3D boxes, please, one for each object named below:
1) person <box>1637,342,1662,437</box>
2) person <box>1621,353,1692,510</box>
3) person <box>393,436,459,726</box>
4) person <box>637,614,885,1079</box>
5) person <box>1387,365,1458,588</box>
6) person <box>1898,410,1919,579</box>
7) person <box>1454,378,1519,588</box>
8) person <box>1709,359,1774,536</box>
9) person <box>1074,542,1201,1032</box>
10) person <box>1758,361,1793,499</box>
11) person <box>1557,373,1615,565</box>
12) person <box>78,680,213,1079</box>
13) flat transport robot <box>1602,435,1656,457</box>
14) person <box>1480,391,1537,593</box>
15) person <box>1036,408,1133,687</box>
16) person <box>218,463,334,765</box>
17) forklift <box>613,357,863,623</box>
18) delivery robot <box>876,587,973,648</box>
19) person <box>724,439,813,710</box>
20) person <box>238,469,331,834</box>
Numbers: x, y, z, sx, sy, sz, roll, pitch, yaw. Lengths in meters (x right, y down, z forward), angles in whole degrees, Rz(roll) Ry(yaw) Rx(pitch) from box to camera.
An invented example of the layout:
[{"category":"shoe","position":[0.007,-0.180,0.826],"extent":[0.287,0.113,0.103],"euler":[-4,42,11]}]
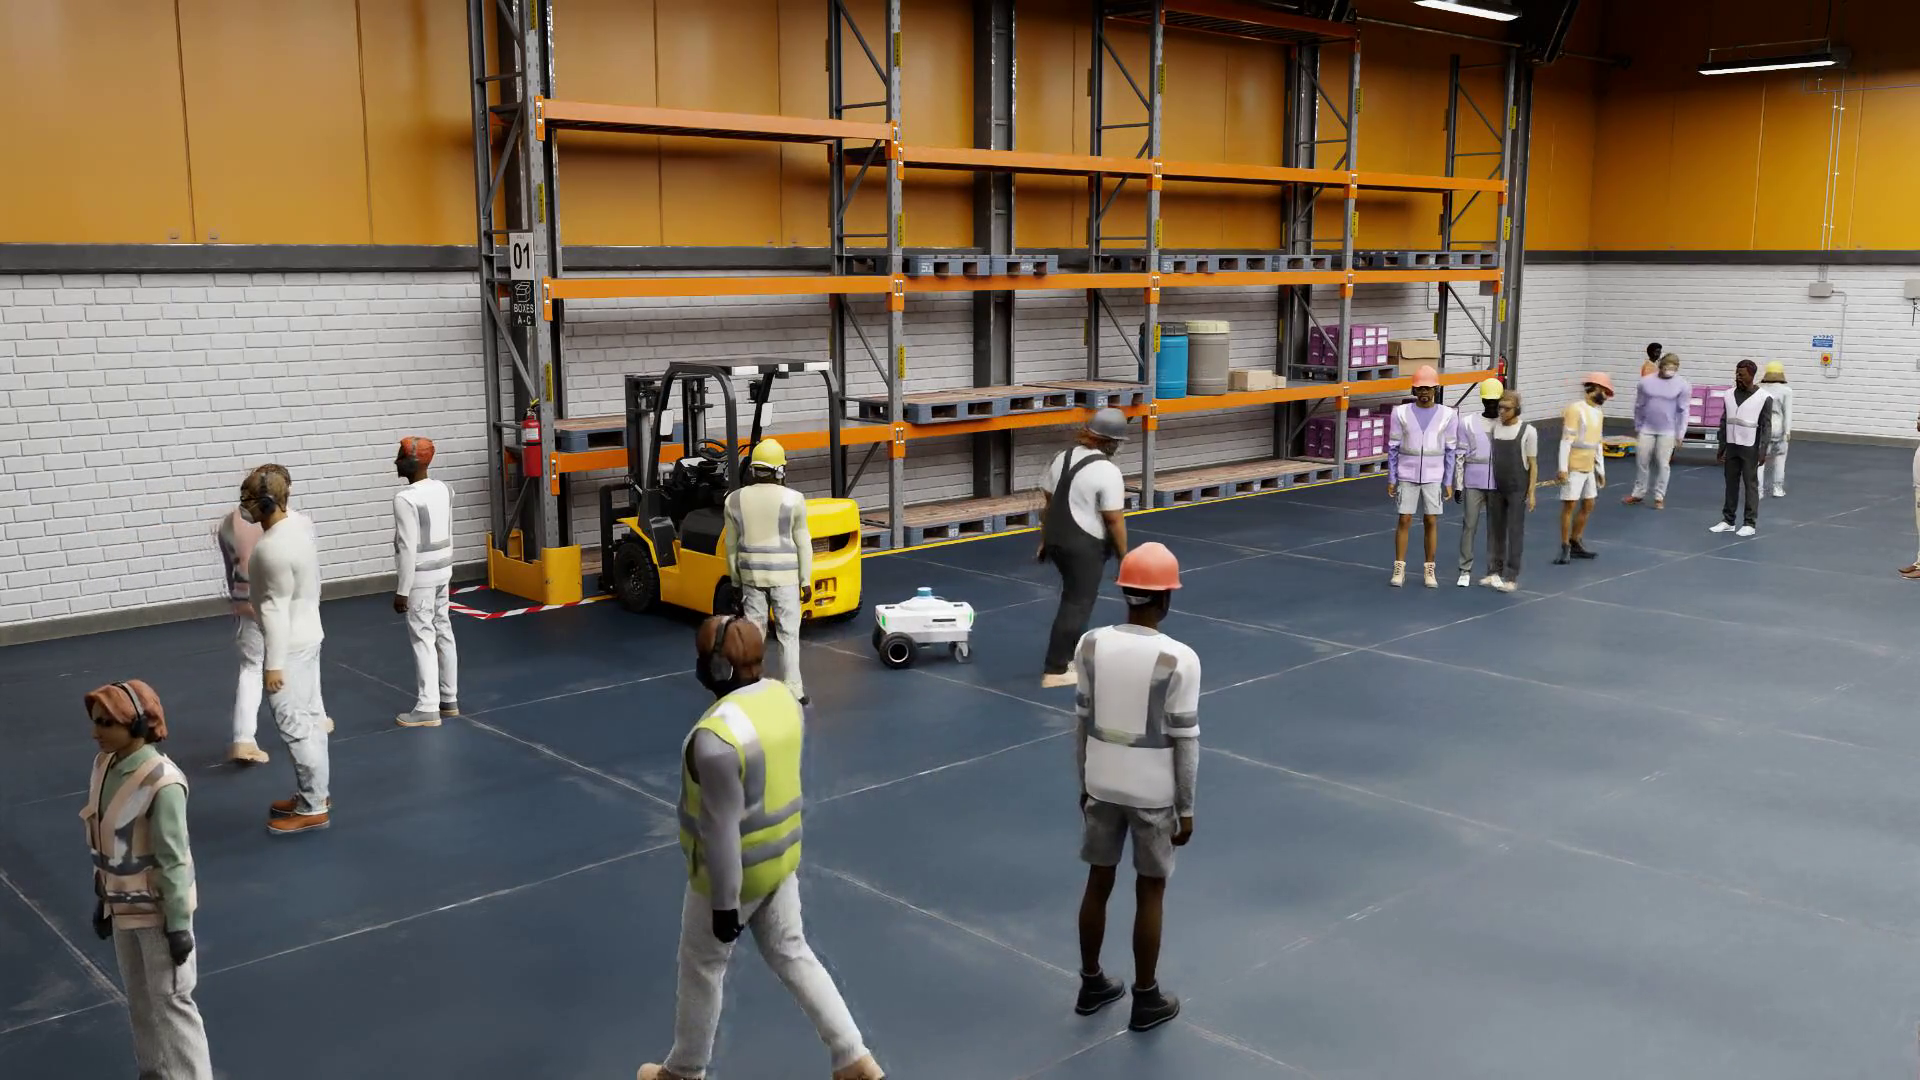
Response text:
[{"category":"person","position":[10.755,-2.234,25.957],"extent":[0.321,1.699,0.537],"euler":[7,12,34]},{"category":"person","position":[8.379,-1.300,19.916],"extent":[0.684,1.896,0.479],"euler":[8,13,40]},{"category":"person","position":[-3.481,0.264,10.788],"extent":[0.348,1.884,0.584],"euler":[2,10,13]},{"category":"person","position":[-0.703,1.147,5.864],"extent":[0.913,1.814,0.639],"euler":[4,10,22]},{"category":"person","position":[4.223,-0.575,15.239],"extent":[0.608,2.044,0.370],"euler":[2,10,14]},{"category":"person","position":[9.090,-0.446,15.682],"extent":[0.279,1.633,0.504],"euler":[5,11,26]},{"category":"person","position":[4.831,-0.520,15.256],"extent":[0.587,1.927,0.364],"euler":[1,10,8]},{"category":"person","position":[8.552,-1.008,18.141],"extent":[0.383,1.918,0.591],"euler":[-5,11,-26]},{"category":"person","position":[0.709,0.966,6.579],"extent":[0.540,1.928,0.410],"euler":[6,12,33]},{"category":"person","position":[10.189,-1.377,20.885],"extent":[0.512,1.711,0.716],"euler":[8,13,40]},{"category":"person","position":[6.144,-0.701,16.457],"extent":[0.671,1.888,0.363],"euler":[-7,12,-35]},{"category":"person","position":[-2.754,1.270,5.644],"extent":[0.515,1.634,0.311],"euler":[8,13,40]},{"category":"flat transport robot","position":[10.082,-1.446,25.518],"extent":[1.431,0.197,0.652],"euler":[-9,13,-41]},{"category":"person","position":[4.932,-0.430,15.086],"extent":[0.545,1.824,0.622],"euler":[9,13,42]},{"category":"person","position":[0.886,0.028,11.717],"extent":[0.719,2.000,0.714],"euler":[-5,11,-27]},{"category":"person","position":[-4.168,0.432,10.090],"extent":[0.618,1.798,0.967],"euler":[0,10,2]},{"category":"forklift","position":[-1.847,-0.414,13.852],"extent":[1.214,2.155,2.313],"euler":[-9,13,-42]},{"category":"delivery robot","position":[-0.263,0.599,12.441],"extent":[0.707,0.478,0.477],"euler":[-2,10,-10]},{"category":"person","position":[-1.254,0.243,11.062],"extent":[0.586,1.835,0.403],"euler":[2,10,12]},{"category":"person","position":[-3.569,0.583,8.811],"extent":[0.369,1.930,0.623],"euler":[-3,10,-15]}]
